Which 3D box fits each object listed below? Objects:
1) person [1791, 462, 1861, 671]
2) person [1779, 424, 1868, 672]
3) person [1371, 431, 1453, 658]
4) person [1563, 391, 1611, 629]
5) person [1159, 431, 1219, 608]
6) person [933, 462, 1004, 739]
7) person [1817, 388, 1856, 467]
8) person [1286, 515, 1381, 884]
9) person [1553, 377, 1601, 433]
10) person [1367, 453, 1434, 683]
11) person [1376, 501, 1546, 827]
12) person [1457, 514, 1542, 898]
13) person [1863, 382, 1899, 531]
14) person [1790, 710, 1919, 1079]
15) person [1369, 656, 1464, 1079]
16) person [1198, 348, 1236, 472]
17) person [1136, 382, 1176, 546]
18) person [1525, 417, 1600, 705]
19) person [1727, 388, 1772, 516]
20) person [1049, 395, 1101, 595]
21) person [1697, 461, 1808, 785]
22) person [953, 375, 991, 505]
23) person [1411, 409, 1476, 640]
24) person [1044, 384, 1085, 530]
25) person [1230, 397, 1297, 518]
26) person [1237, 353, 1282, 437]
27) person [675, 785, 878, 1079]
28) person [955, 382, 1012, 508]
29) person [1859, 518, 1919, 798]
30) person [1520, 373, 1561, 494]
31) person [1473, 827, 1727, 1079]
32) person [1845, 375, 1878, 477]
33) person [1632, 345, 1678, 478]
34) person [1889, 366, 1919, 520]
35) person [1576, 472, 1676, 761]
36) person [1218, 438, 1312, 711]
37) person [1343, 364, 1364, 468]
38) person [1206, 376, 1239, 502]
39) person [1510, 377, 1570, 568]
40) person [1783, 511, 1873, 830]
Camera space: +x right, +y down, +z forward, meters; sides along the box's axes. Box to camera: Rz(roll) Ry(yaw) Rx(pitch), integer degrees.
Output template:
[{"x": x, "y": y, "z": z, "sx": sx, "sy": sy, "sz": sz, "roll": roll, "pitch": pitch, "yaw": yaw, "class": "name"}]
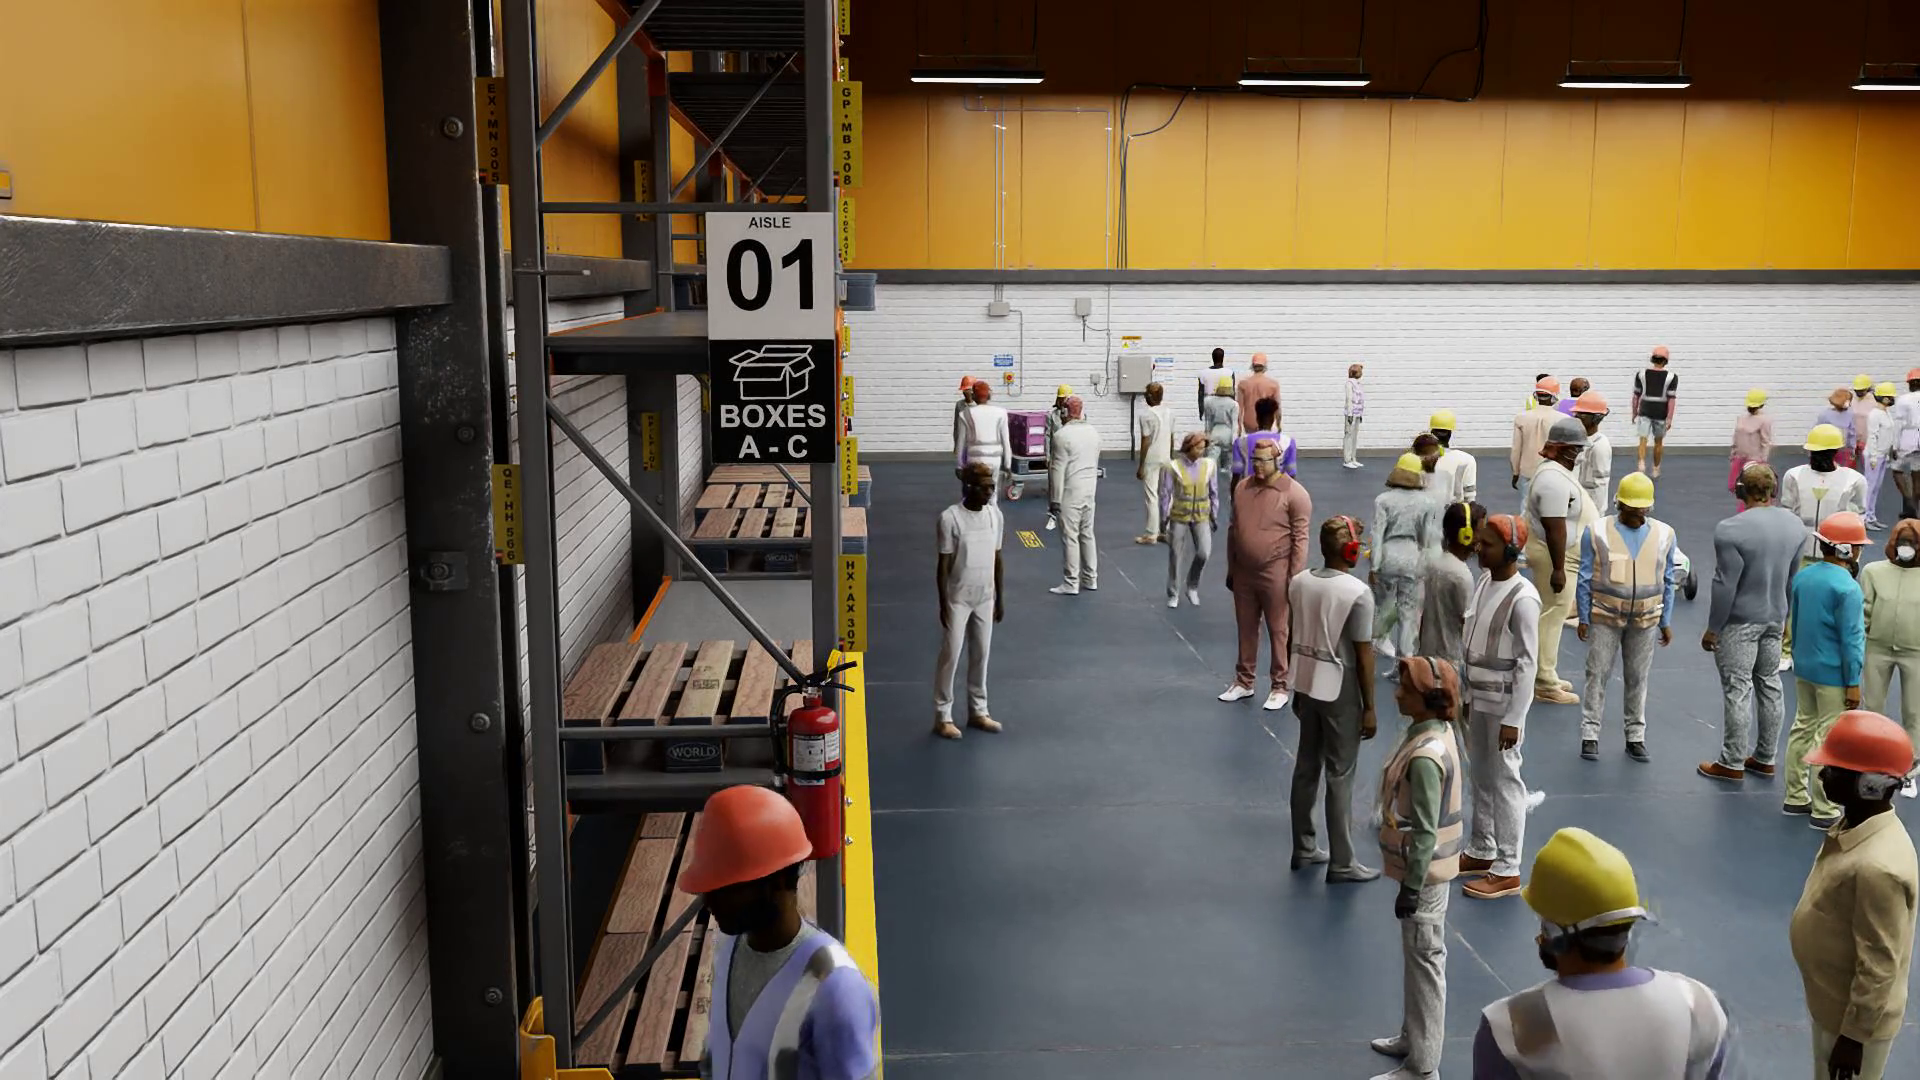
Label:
[{"x": 6.561, "y": 0.213, "z": 12.652, "sx": 0.499, "sy": 1.633, "sz": 0.286, "roll": 7, "pitch": 11, "yaw": 36, "class": "person"}, {"x": 6.499, "y": 0.078, "z": 12.595, "sx": 0.591, "sy": 1.922, "sz": 0.380, "roll": 7, "pitch": 11, "yaw": 37, "class": "person"}, {"x": 3.636, "y": 0.061, "z": 13.077, "sx": 0.572, "sy": 1.846, "sz": 0.615, "roll": -4, "pitch": 10, "yaw": -25, "class": "person"}, {"x": 5.368, "y": -0.258, "z": 14.316, "sx": 0.368, "sy": 2.048, "sz": 0.607, "roll": 0, "pitch": 9, "yaw": 1, "class": "person"}, {"x": 2.086, "y": -0.179, "z": 15.136, "sx": 0.561, "sy": 1.620, "sz": 0.408, "roll": -1, "pitch": 9, "yaw": -7, "class": "person"}, {"x": 0.072, "y": 0.396, "z": 10.915, "sx": 0.519, "sy": 1.833, "sz": 0.371, "roll": -6, "pitch": 11, "yaw": -33, "class": "person"}, {"x": 11.160, "y": -1.154, "z": 21.311, "sx": 0.501, "sy": 1.609, "sz": 0.657, "roll": -1, "pitch": 9, "yaw": -9, "class": "person"}, {"x": 1.850, "y": 0.794, "z": 8.347, "sx": 0.393, "sy": 1.843, "sz": 0.563, "roll": -5, "pitch": 10, "yaw": -30, "class": "person"}, {"x": 7.261, "y": -0.994, "z": 19.583, "sx": 0.429, "sy": 1.844, "sz": 0.627, "roll": -6, "pitch": 11, "yaw": -35, "class": "person"}, {"x": 3.276, "y": 0.190, "z": 12.612, "sx": 0.527, "sy": 1.685, "sz": 0.848, "roll": -1, "pitch": 9, "yaw": -9, "class": "person"}, {"x": 2.746, "y": 0.697, "z": 9.031, "sx": 0.978, "sy": 1.814, "sz": 0.547, "roll": 0, "pitch": 9, "yaw": 2, "class": "person"}, {"x": 2.619, "y": 0.804, "z": 8.161, "sx": 0.355, "sy": 1.885, "sz": 0.575, "roll": -1, "pitch": 9, "yaw": -6, "class": "person"}, {"x": 10.952, "y": -0.993, "z": 19.815, "sx": 0.311, "sy": 1.769, "sz": 0.522, "roll": 9, "pitch": 13, "yaw": 44, "class": "person"}, {"x": 2.665, "y": 1.368, "z": 5.013, "sx": 0.320, "sy": 1.755, "sz": 0.563, "roll": 3, "pitch": 10, "yaw": 19, "class": "person"}, {"x": 1.717, "y": 1.234, "z": 6.217, "sx": 0.307, "sy": 1.642, "sz": 0.514, "roll": 3, "pitch": 9, "yaw": 16, "class": "person"}, {"x": 3.960, "y": -2.002, "z": 25.665, "sx": 0.587, "sy": 1.920, "sz": 0.391, "roll": 4, "pitch": 10, "yaw": 23, "class": "person"}, {"x": 2.204, "y": -0.859, "z": 18.725, "sx": 0.515, "sy": 1.842, "sz": 0.328, "roll": -7, "pitch": 11, "yaw": -37, "class": "person"}, {"x": 4.310, "y": 0.133, "z": 11.880, "sx": 0.538, "sy": 2.000, "sz": 0.689, "roll": 2, "pitch": 9, "yaw": 15, "class": "person"}, {"x": 9.366, "y": -0.952, "z": 19.687, "sx": 0.484, "sy": 1.711, "sz": 0.598, "roll": -3, "pitch": 9, "yaw": -17, "class": "person"}, {"x": 1.074, "y": -0.430, "z": 15.891, "sx": 0.399, "sy": 1.899, "sz": 0.650, "roll": 8, "pitch": 12, "yaw": 41, "class": "person"}, {"x": 4.714, "y": 0.495, "z": 9.934, "sx": 0.627, "sy": 1.938, "sz": 0.372, "roll": -3, "pitch": 10, "yaw": -20, "class": "person"}, {"x": 0.132, "y": -1.259, "z": 21.525, "sx": 0.572, "sy": 1.747, "sz": 0.344, "roll": 7, "pitch": 11, "yaw": 37, "class": "person"}, {"x": 3.974, "y": -0.124, "z": 13.848, "sx": 0.593, "sy": 1.925, "sz": 0.384, "roll": 3, "pitch": 9, "yaw": 16, "class": "person"}, {"x": 1.245, "y": -0.985, "z": 19.834, "sx": 0.484, "sy": 1.744, "sz": 0.294, "roll": 1, "pitch": 9, "yaw": 4, "class": "person"}, {"x": 2.812, "y": -0.370, "z": 15.474, "sx": 0.596, "sy": 1.914, "sz": 1.013, "roll": 4, "pitch": 10, "yaw": 22, "class": "person"}, {"x": 4.203, "y": -1.645, "z": 23.380, "sx": 0.607, "sy": 1.943, "sz": 1.045, "roll": 4, "pitch": 10, "yaw": 25, "class": "person"}, {"x": -0.437, "y": 1.487, "z": 3.773, "sx": 0.432, "sy": 1.923, "sz": 0.594, "roll": -7, "pitch": 11, "yaw": -37, "class": "person"}, {"x": 0.240, "y": -0.858, "z": 18.719, "sx": 0.607, "sy": 1.837, "sz": 0.936, "roll": -2, "pitch": 9, "yaw": -11, "class": "person"}, {"x": 5.481, "y": 0.680, "z": 9.719, "sx": 0.499, "sy": 1.635, "sz": 0.287, "roll": 7, "pitch": 12, "yaw": 39, "class": "person"}, {"x": 7.993, "y": -1.442, "z": 22.850, "sx": 0.540, "sy": 1.695, "sz": 0.317, "roll": 9, "pitch": 13, "yaw": 43, "class": "person"}, {"x": 1.398, "y": 1.543, "z": 3.711, "sx": 0.608, "sy": 1.817, "sz": 0.602, "roll": -1, "pitch": 9, "yaw": -9, "class": "person"}, {"x": 11.718, "y": -1.278, "z": 21.677, "sx": 0.373, "sy": 1.745, "sz": 0.535, "roll": -6, "pitch": 11, "yaw": -32, "class": "person"}, {"x": 10.242, "y": -1.870, "z": 24.577, "sx": 0.614, "sy": 2.015, "sz": 0.973, "roll": 5, "pitch": 10, "yaw": 28, "class": "person"}, {"x": 11.773, "y": -1.183, "z": 20.534, "sx": 0.550, "sy": 1.913, "sz": 0.463, "roll": 0, "pitch": 9, "yaw": 3, "class": "person"}, {"x": 4.154, "y": 0.478, "z": 10.396, "sx": 0.586, "sy": 1.824, "sz": 0.403, "roll": 1, "pitch": 9, "yaw": 9, "class": "person"}, {"x": 2.123, "y": 0.233, "z": 11.680, "sx": 0.639, "sy": 1.907, "sz": 0.407, "roll": 9, "pitch": 13, "yaw": 44, "class": "person"}, {"x": 6.216, "y": -1.960, "z": 26.269, "sx": 0.308, "sy": 1.645, "sz": 0.514, "roll": 5, "pitch": 11, "yaw": 30, "class": "person"}, {"x": 3.492, "y": -1.348, "z": 22.280, "sx": 0.487, "sy": 1.694, "sz": 0.900, "roll": 6, "pitch": 11, "yaw": 33, "class": "person"}, {"x": 6.012, "y": -0.688, "z": 17.177, "sx": 0.625, "sy": 1.992, "sz": 0.389, "roll": 6, "pitch": 11, "yaw": 33, "class": "person"}, {"x": 4.786, "y": 0.712, "z": 9.143, "sx": 0.325, "sy": 1.752, "sz": 0.559, "roll": -1, "pitch": 9, "yaw": -4, "class": "person"}]
